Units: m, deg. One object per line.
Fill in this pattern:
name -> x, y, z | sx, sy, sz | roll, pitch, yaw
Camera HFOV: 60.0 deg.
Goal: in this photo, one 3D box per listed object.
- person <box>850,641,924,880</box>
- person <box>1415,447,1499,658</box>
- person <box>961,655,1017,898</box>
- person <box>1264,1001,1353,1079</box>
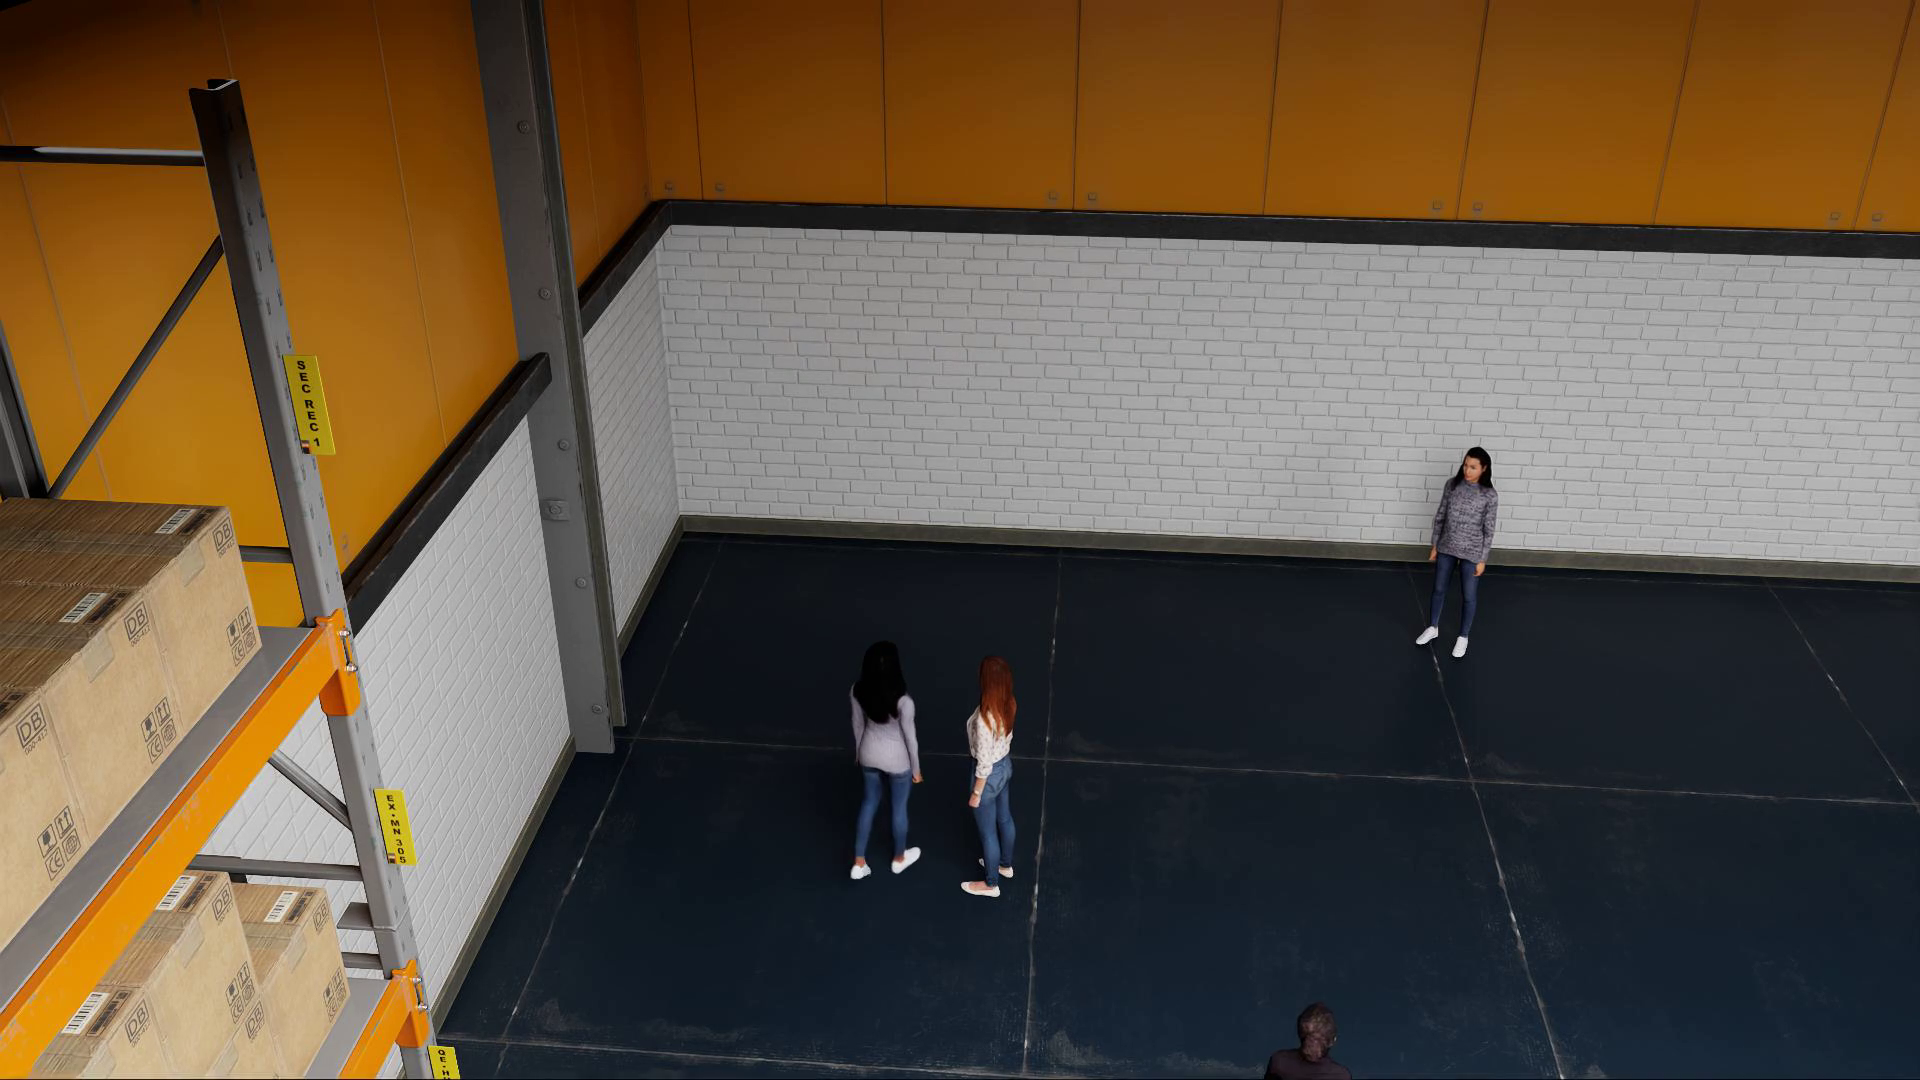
person -> -0.487, 1.395, 10.412 | 0.774, 1.753, 0.876 | 13, 31, 23
person -> 3.882, 0.068, 12.867 | 0.688, 1.733, 0.697 | 20, 34, 32
person -> 0.200, 1.455, 10.328 | 0.706, 1.729, 0.562 | 14, 31, 23
person -> 1.569, 2.911, 7.805 | 0.613, 1.589, 1.040 | 4, 29, 8
